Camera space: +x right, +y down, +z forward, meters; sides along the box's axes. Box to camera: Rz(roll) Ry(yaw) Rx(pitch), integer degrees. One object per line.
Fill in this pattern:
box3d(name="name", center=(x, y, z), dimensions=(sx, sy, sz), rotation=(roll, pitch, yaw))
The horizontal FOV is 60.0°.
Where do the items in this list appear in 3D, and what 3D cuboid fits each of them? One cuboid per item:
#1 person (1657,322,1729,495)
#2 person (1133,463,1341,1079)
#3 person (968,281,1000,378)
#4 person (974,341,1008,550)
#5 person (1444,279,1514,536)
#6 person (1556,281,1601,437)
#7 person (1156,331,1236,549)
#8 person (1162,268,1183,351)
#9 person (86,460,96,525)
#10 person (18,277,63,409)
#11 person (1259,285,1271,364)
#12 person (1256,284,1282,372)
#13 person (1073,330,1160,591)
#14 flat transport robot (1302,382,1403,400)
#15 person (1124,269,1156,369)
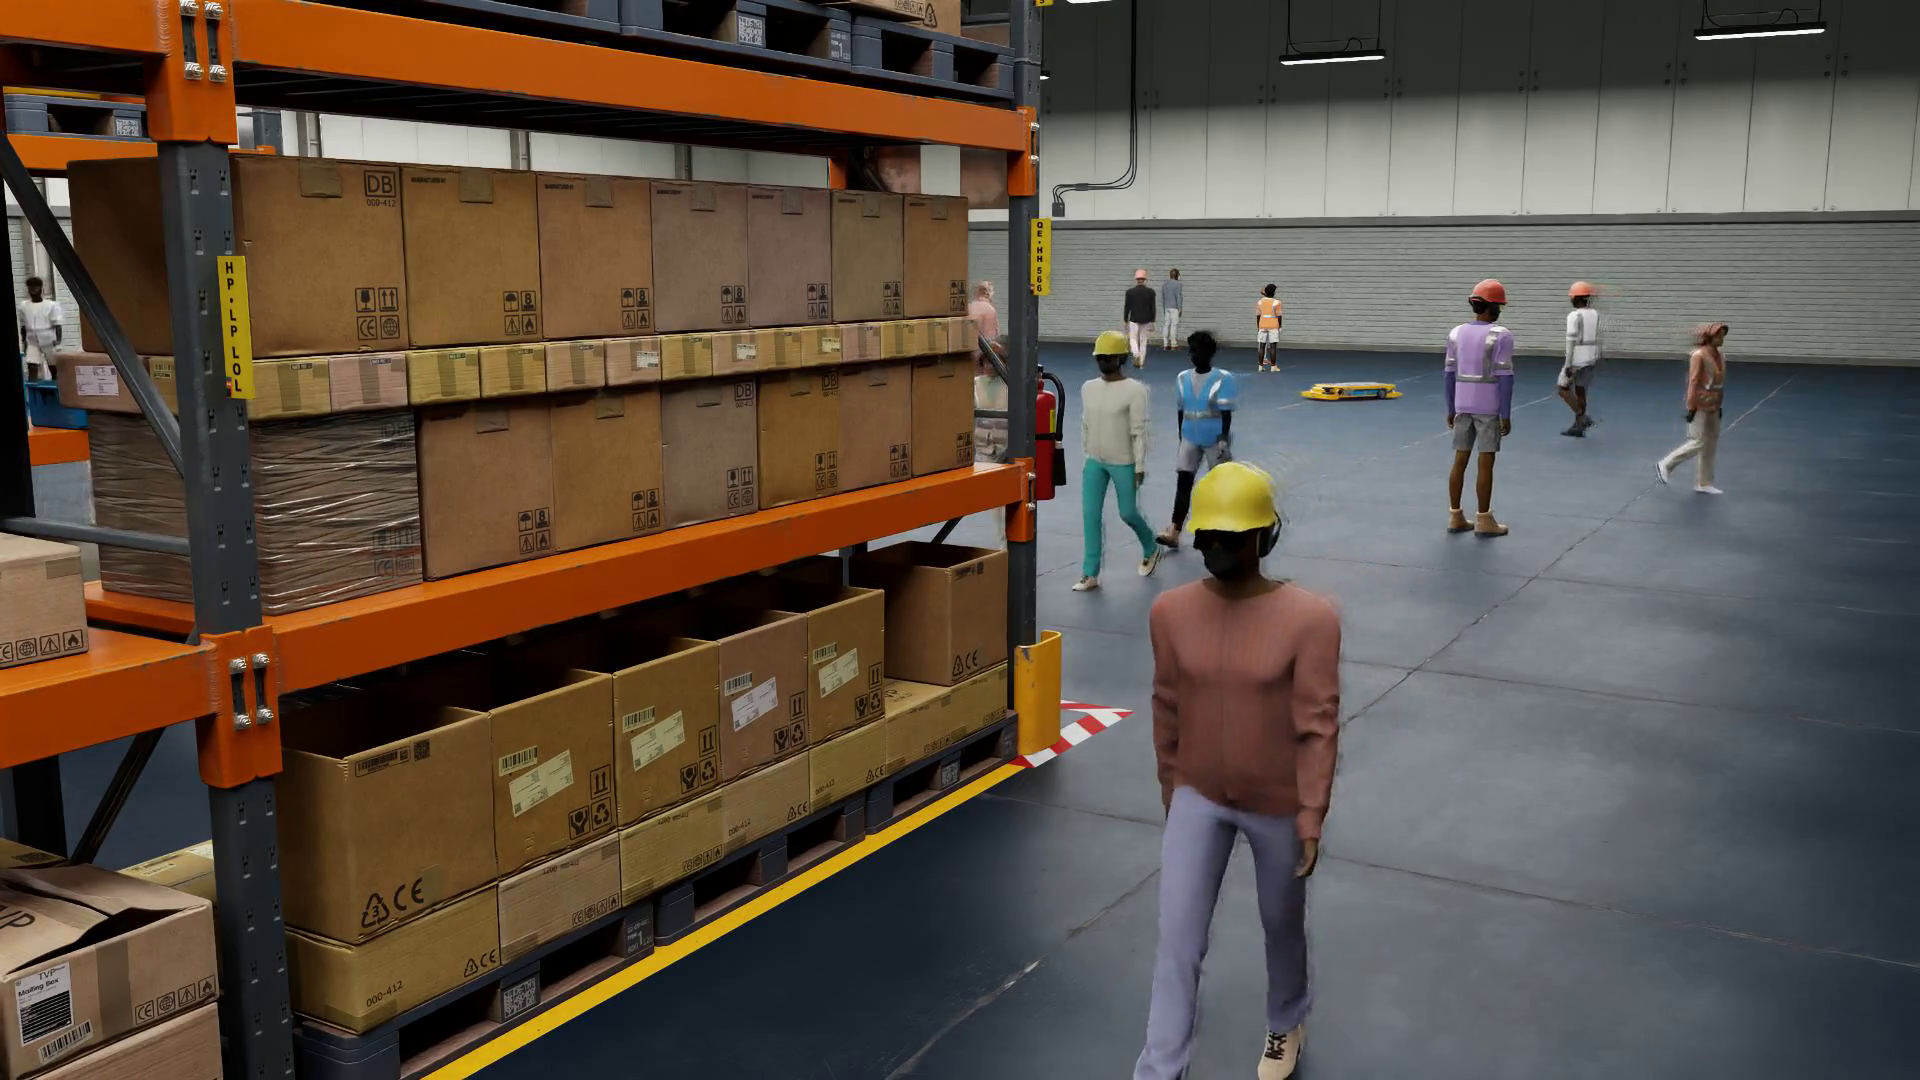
box3d(name="person", center=(6.930, -1.238, 15.618), dimensions=(0.526, 1.626, 0.506), rotation=(-8, 12, -38))
box3d(name="person", center=(0.702, 0.660, 4.227), dimensions=(0.530, 1.717, 0.922), rotation=(5, 11, 26))
box3d(name="person", center=(0.277, -2.678, 23.289), dimensions=(0.787, 1.884, 0.650), rotation=(-5, 11, -26))
box3d(name="person", center=(0.265, -0.625, 12.024), dimensions=(0.527, 1.606, 0.642), rotation=(3, 10, 18))
box3d(name="person", center=(4.166, -1.055, 13.311), dimensions=(0.396, 2.042, 0.610), rotation=(-7, 12, -34))
box3d(name="person", center=(7.611, -2.208, 20.437), dimensions=(0.546, 1.923, 0.438), rotation=(-5, 11, -29))
box3d(name="person", center=(1.825, -0.752, 12.645), dimensions=(0.549, 1.644, 0.863), rotation=(7, 12, 36))
box3d(name="person", center=(5.027, -5.449, 39.339), dimensions=(0.352, 1.937, 0.635), rotation=(-7, 12, -34))
box3d(name="person", center=(-5.949, -0.694, 11.880), dimensions=(0.854, 1.806, 0.636), rotation=(5, 11, 29))
box3d(name="person", center=(-13.513, -2.891, 24.426), dimensions=(0.630, 1.909, 0.988), rotation=(-1, 10, -7))
box3d(name="person", center=(6.368, -4.478, 34.551), dimensions=(0.286, 1.632, 0.498), rotation=(-1, 10, -3))
box3d(name="person", center=(5.949, -4.072, 31.984), dimensions=(0.541, 1.696, 0.315), rotation=(7, 12, 34))
box3d(name="person", center=(1.070, -0.549, 11.244), dimensions=(0.528, 1.742, 0.778), rotation=(8, 12, 38))
box3d(name="flat transport robot", center=(6.141, -2.340, 26.013), dimensions=(1.431, 0.197, 0.652), rotation=(-4, 11, -23))
box3d(name="person", center=(3.539, -4.320, 32.631), dimensions=(0.624, 1.978, 0.681), rotation=(0, 10, -2))
